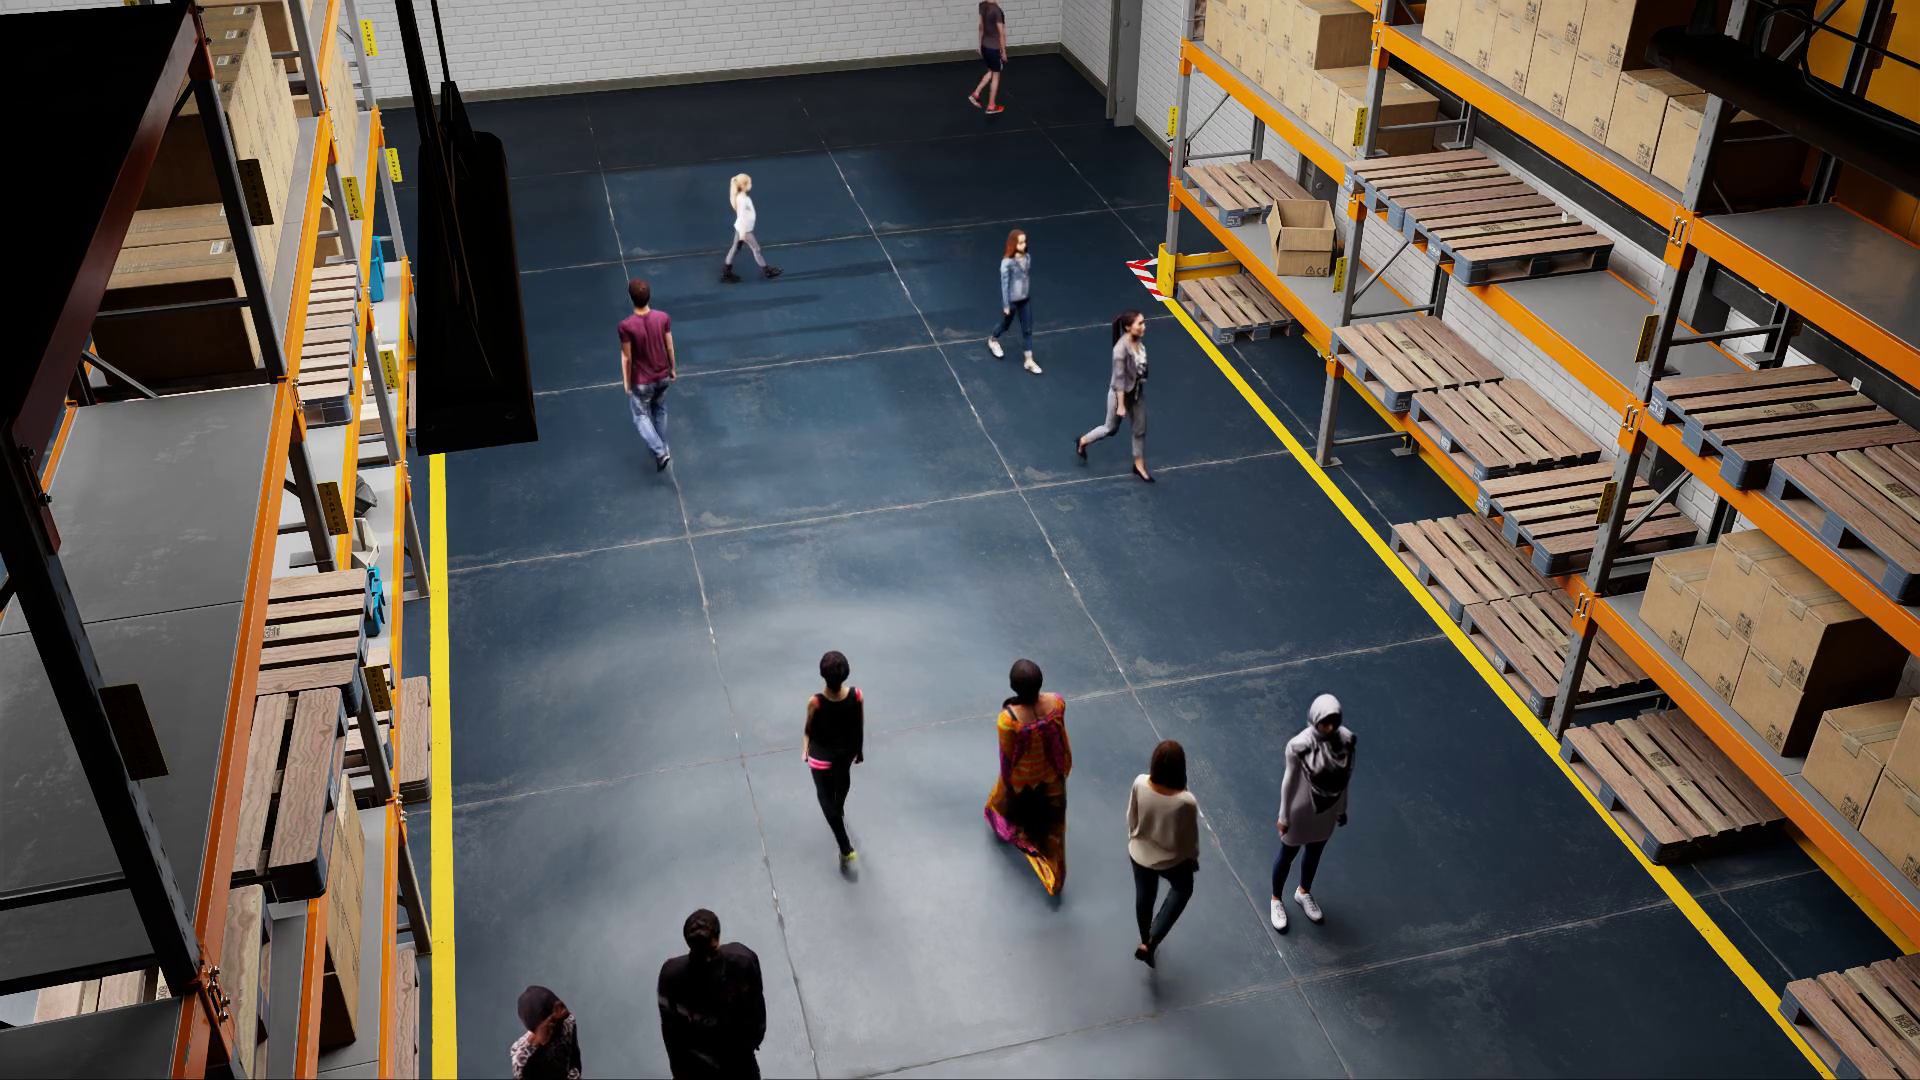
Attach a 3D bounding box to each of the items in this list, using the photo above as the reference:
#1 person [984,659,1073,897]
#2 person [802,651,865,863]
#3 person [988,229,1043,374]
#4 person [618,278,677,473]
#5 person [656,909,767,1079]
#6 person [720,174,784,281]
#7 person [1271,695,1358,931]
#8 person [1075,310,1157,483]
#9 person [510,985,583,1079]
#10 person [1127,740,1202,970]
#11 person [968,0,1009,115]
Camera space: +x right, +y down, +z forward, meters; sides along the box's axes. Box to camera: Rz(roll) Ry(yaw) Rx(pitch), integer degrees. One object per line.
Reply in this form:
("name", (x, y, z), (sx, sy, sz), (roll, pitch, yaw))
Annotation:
("person", (0.485, 1.502, 10.699), (0.708, 1.645, 1.213), (-11, 35, -16))
("person", (-0.810, 1.426, 10.921), (0.666, 1.526, 1.036), (-15, 36, -21))
("person", (0.507, -2.445, 16.811), (0.842, 1.453, 1.081), (-25, 41, -32))
("person", (-2.764, -1.447, 14.966), (0.822, 1.834, 1.044), (-18, 38, -25))
("person", (-1.300, 2.614, 8.768), (0.702, 1.930, 0.846), (-9, 35, -14))
("person", (-2.464, -3.445, 18.503), (0.597, 1.246, 0.875), (-7, 34, -10))
("person", (2.180, 1.672, 10.326), (0.608, 1.775, 0.536), (-8, 34, -11))
("person", (1.408, -1.294, 14.900), (1.126, 1.651, 1.033), (20, 38, 27))
("person", (-2.063, 2.903, 8.528), (0.735, 1.714, 0.681), (20, 38, 27))
("person", (1.199, 1.928, 10.034), (0.822, 1.673, 0.880), (19, 38, 26))
("person", (0.378, -6.778, 22.979), (0.819, 1.841, 0.795), (-18, 38, -25))
